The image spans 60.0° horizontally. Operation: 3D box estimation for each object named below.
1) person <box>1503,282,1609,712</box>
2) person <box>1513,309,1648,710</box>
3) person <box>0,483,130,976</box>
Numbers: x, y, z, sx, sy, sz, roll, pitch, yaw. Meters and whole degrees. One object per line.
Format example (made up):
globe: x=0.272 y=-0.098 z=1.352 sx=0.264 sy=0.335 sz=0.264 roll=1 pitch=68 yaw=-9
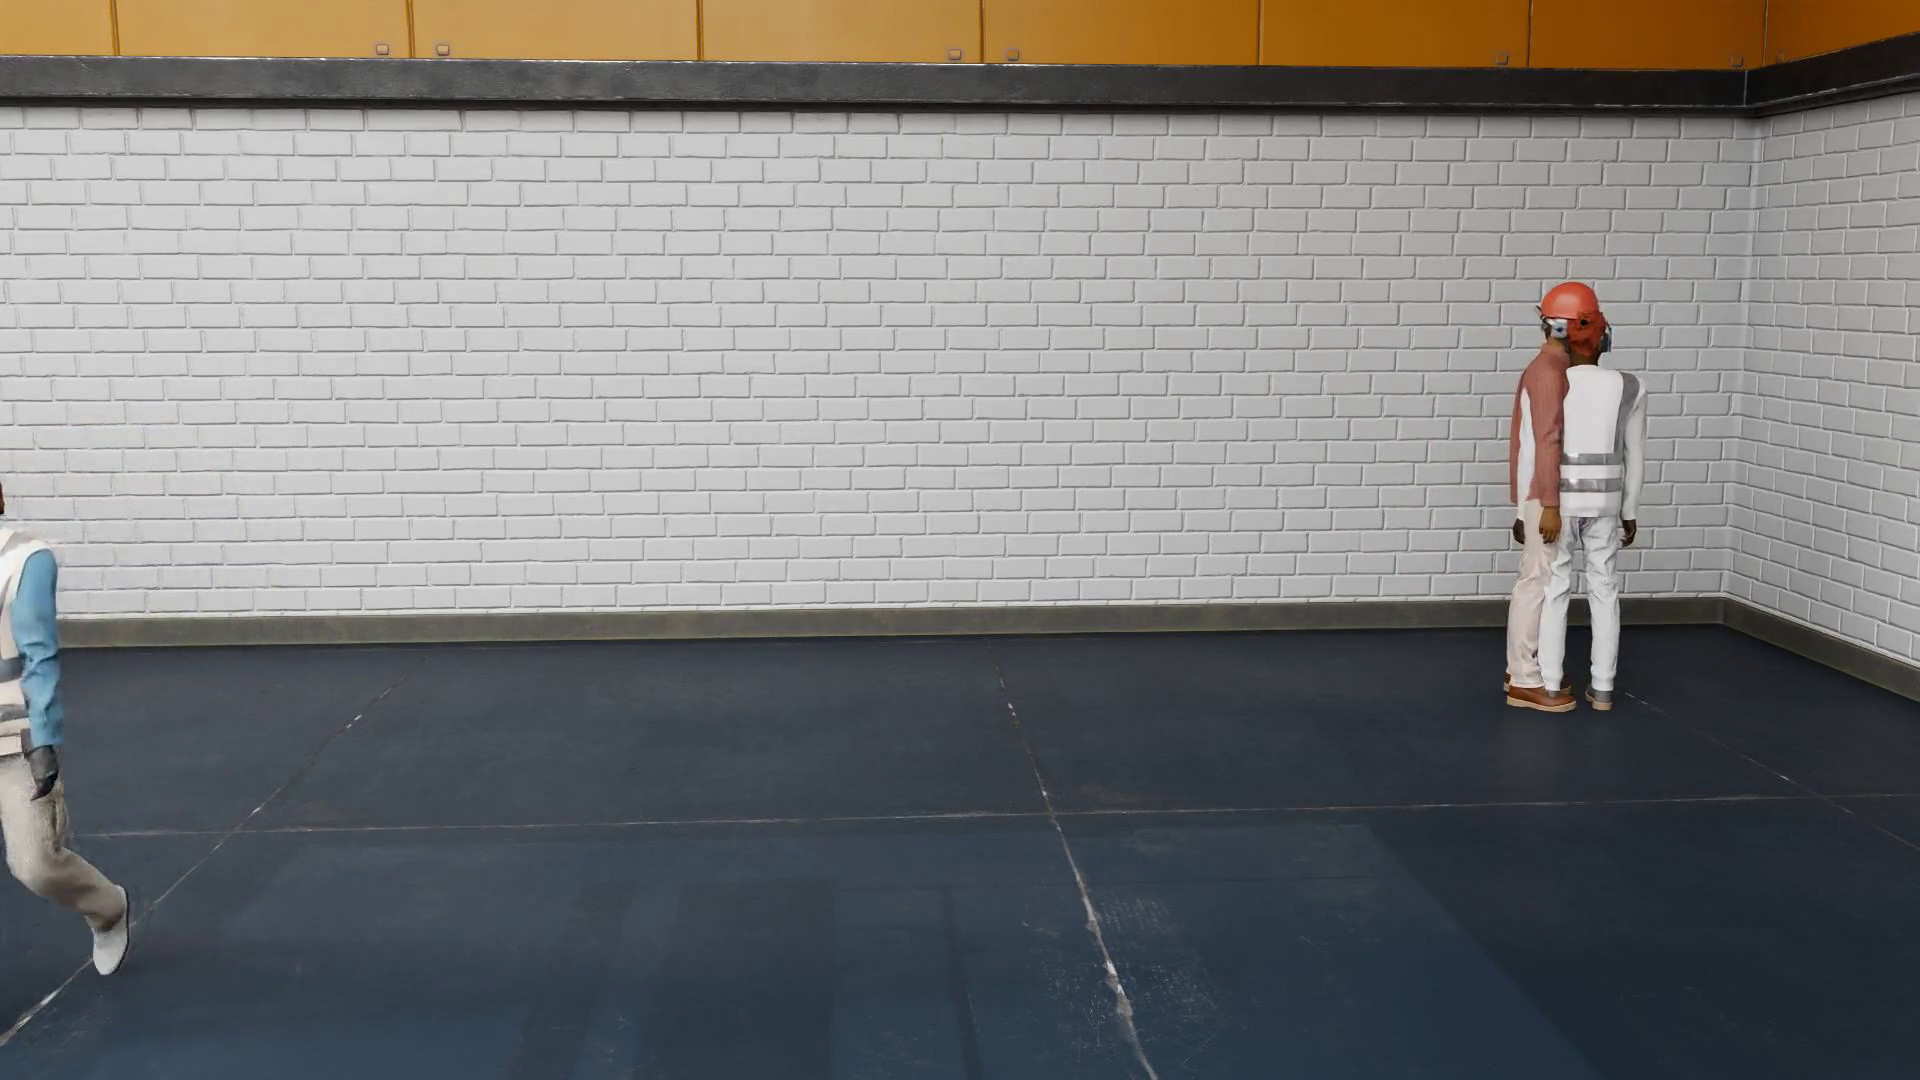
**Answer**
person: x=2.782 y=-0.207 z=7.811 sx=0.400 sy=1.989 sz=0.623 roll=3 pitch=10 yaw=18
person: x=2.867 y=-0.139 z=7.728 sx=0.576 sy=1.881 sz=0.354 roll=1 pitch=9 yaw=4
person: x=-2.555 y=0.522 z=4.411 sx=0.522 sy=1.616 sz=0.671 roll=1 pitch=9 yaw=6
